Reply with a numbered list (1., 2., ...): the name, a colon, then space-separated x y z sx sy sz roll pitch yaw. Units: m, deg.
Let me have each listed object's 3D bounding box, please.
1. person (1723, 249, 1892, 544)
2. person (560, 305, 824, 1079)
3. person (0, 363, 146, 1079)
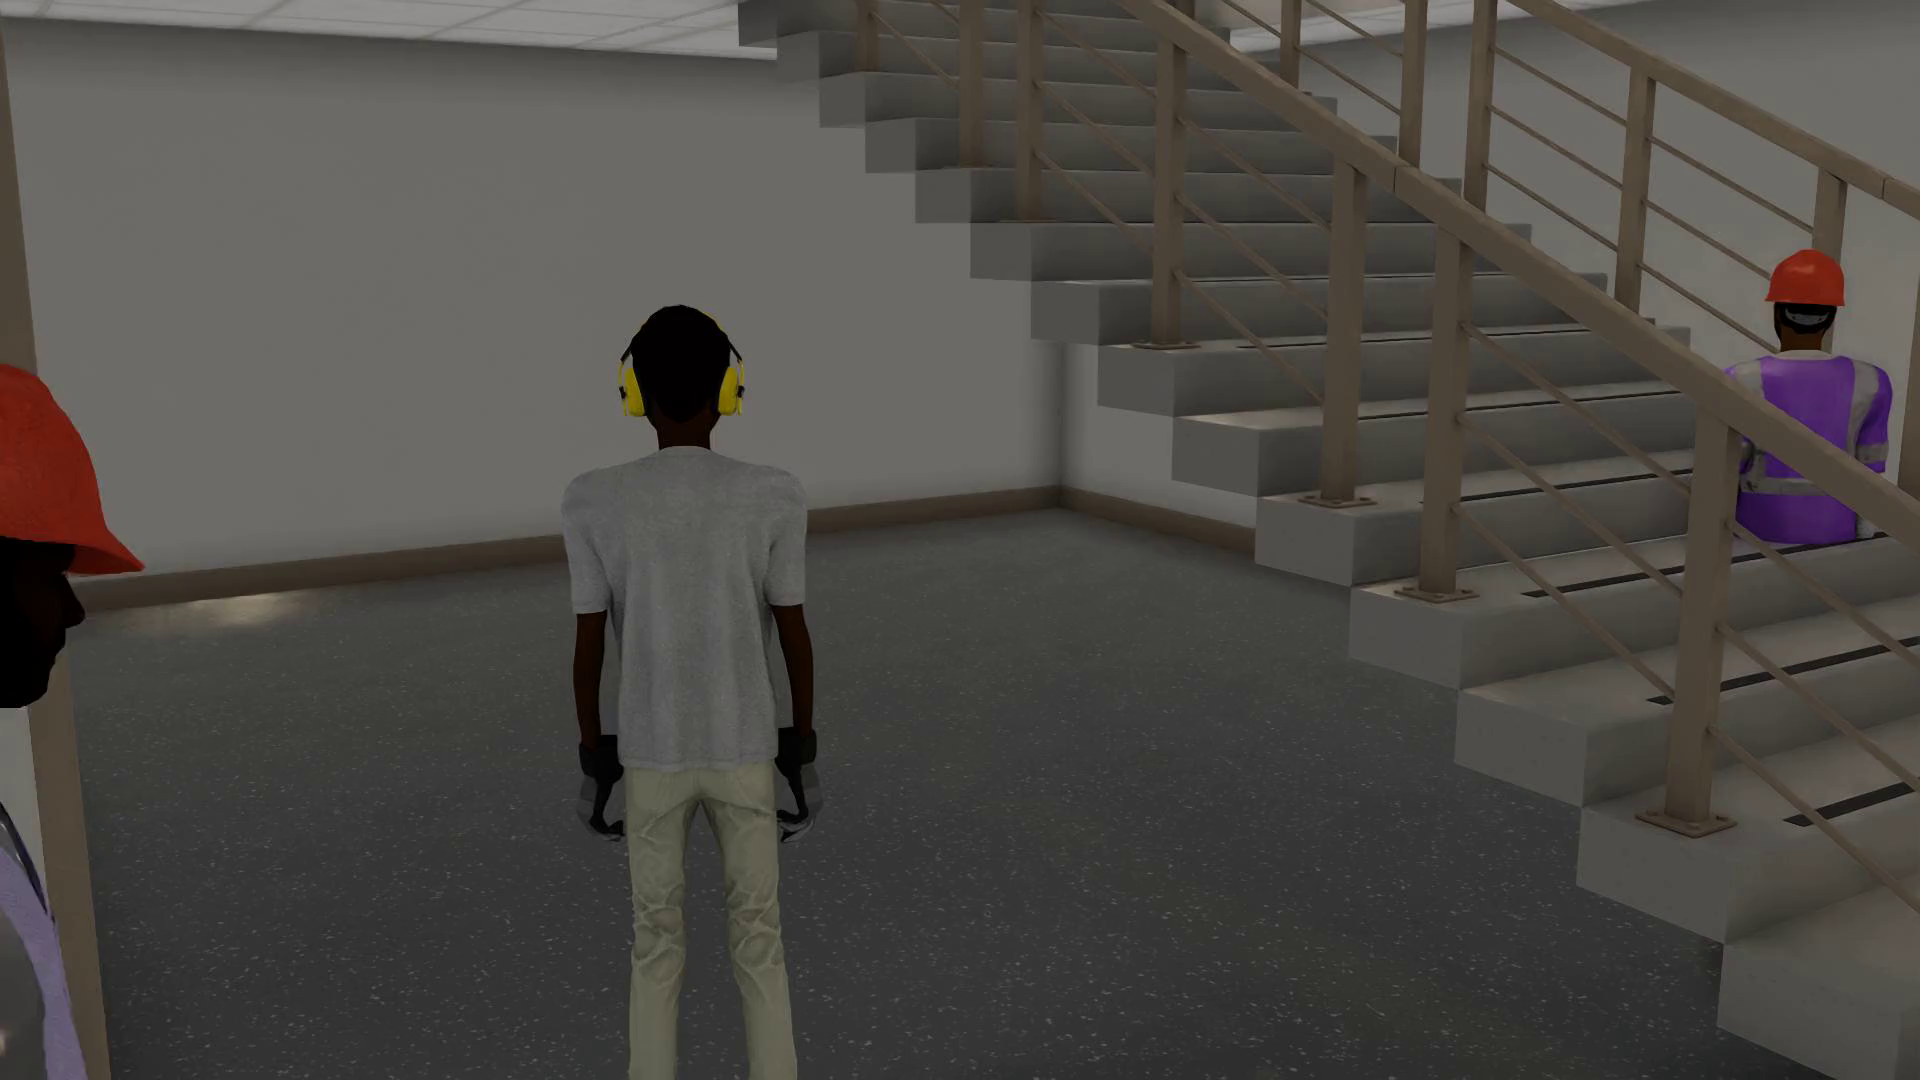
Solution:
1. person: 2.705 0.028 5.464 0.544 1.939 0.372 2 11 12
2. person: -0.537 0.454 3.426 0.507 1.865 0.329 -1 11 -6
3. person: -1.033 0.794 1.520 0.653 1.909 0.580 -7 13 -31
